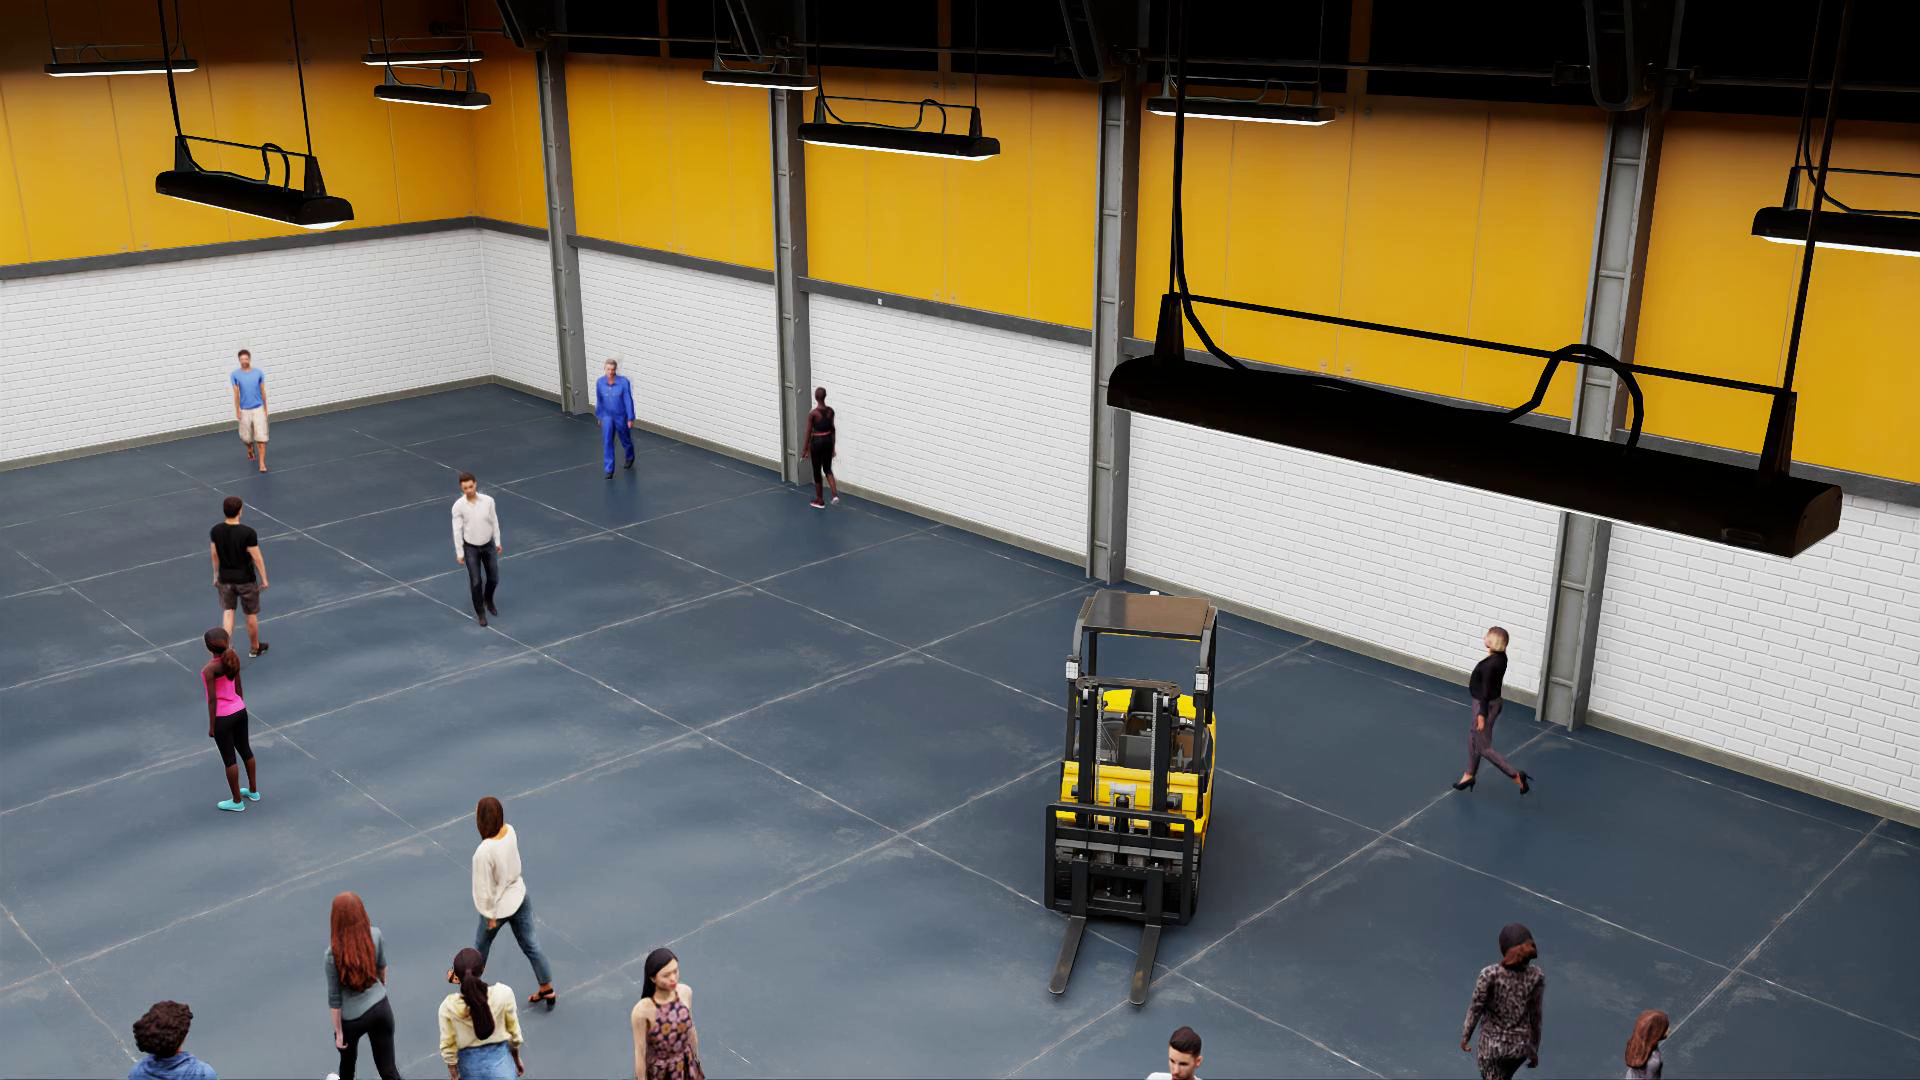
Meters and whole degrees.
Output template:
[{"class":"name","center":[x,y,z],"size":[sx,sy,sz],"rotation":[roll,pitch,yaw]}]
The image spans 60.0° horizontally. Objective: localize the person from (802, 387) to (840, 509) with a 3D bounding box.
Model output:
[{"class":"person","center":[-1.898,-1.267,23.242],"size":[0.663,1.751,0.790],"rotation":[-13,23,-35]}]

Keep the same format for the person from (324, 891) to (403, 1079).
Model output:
[{"class":"person","center":[-3.702,3.068,10.476],"size":[1.143,1.685,0.600],"rotation":[17,25,41]}]

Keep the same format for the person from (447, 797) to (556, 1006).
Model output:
[{"class":"person","center":[-3.183,2.618,11.881],"size":[1.180,1.640,0.906],"rotation":[7,20,21]}]

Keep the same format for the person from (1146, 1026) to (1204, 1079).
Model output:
[{"class":"person","center":[1.179,3.458,9.030],"size":[0.662,1.868,0.769],"rotation":[7,20,19]}]

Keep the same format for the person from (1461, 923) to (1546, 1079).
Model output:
[{"class":"person","center":[3.355,3.166,10.171],"size":[0.936,1.692,1.023],"rotation":[-1,19,-4]}]

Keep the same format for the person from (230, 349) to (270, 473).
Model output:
[{"class":"person","center":[-10.742,-1.990,25.244],"size":[0.851,1.845,1.061],"rotation":[-8,20,-23]}]

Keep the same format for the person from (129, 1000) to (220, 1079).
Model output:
[{"class":"person","center":[-4.353,3.426,9.246],"size":[1.053,1.790,1.100],"rotation":[1,19,3]}]

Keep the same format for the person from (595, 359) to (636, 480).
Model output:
[{"class":"person","center":[-5.135,-1.842,24.907],"size":[1.259,1.779,1.314],"rotation":[1,19,3]}]

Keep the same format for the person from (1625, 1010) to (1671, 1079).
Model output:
[{"class":"person","center":[4.249,3.407,10.375],"size":[0.579,1.105,0.533],"rotation":[2,19,6]}]

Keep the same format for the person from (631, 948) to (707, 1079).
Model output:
[{"class":"person","center":[-1.797,3.202,9.956],"size":[0.872,1.761,0.645],"rotation":[16,24,39]}]

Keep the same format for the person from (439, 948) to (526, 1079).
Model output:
[{"class":"person","center":[-2.860,3.241,10.070],"size":[0.921,1.616,1.089],"rotation":[-6,19,-17]}]

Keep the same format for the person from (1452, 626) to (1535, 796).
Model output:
[{"class":"person","center":[4.813,1.584,14.932],"size":[1.000,1.652,0.719],"rotation":[12,22,32]}]

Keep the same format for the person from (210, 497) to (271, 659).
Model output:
[{"class":"person","center":[-7.865,0.438,18.018],"size":[0.963,1.854,1.025],"rotation":[-1,19,-2]}]

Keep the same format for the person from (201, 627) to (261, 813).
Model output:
[{"class":"person","center":[-6.517,1.580,14.832],"size":[0.665,1.724,0.637],"rotation":[7,20,20]}]

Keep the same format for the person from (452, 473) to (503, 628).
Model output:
[{"class":"person","center":[-5.543,0.077,19.107],"size":[0.806,1.843,0.843],"rotation":[-11,22,-30]}]
